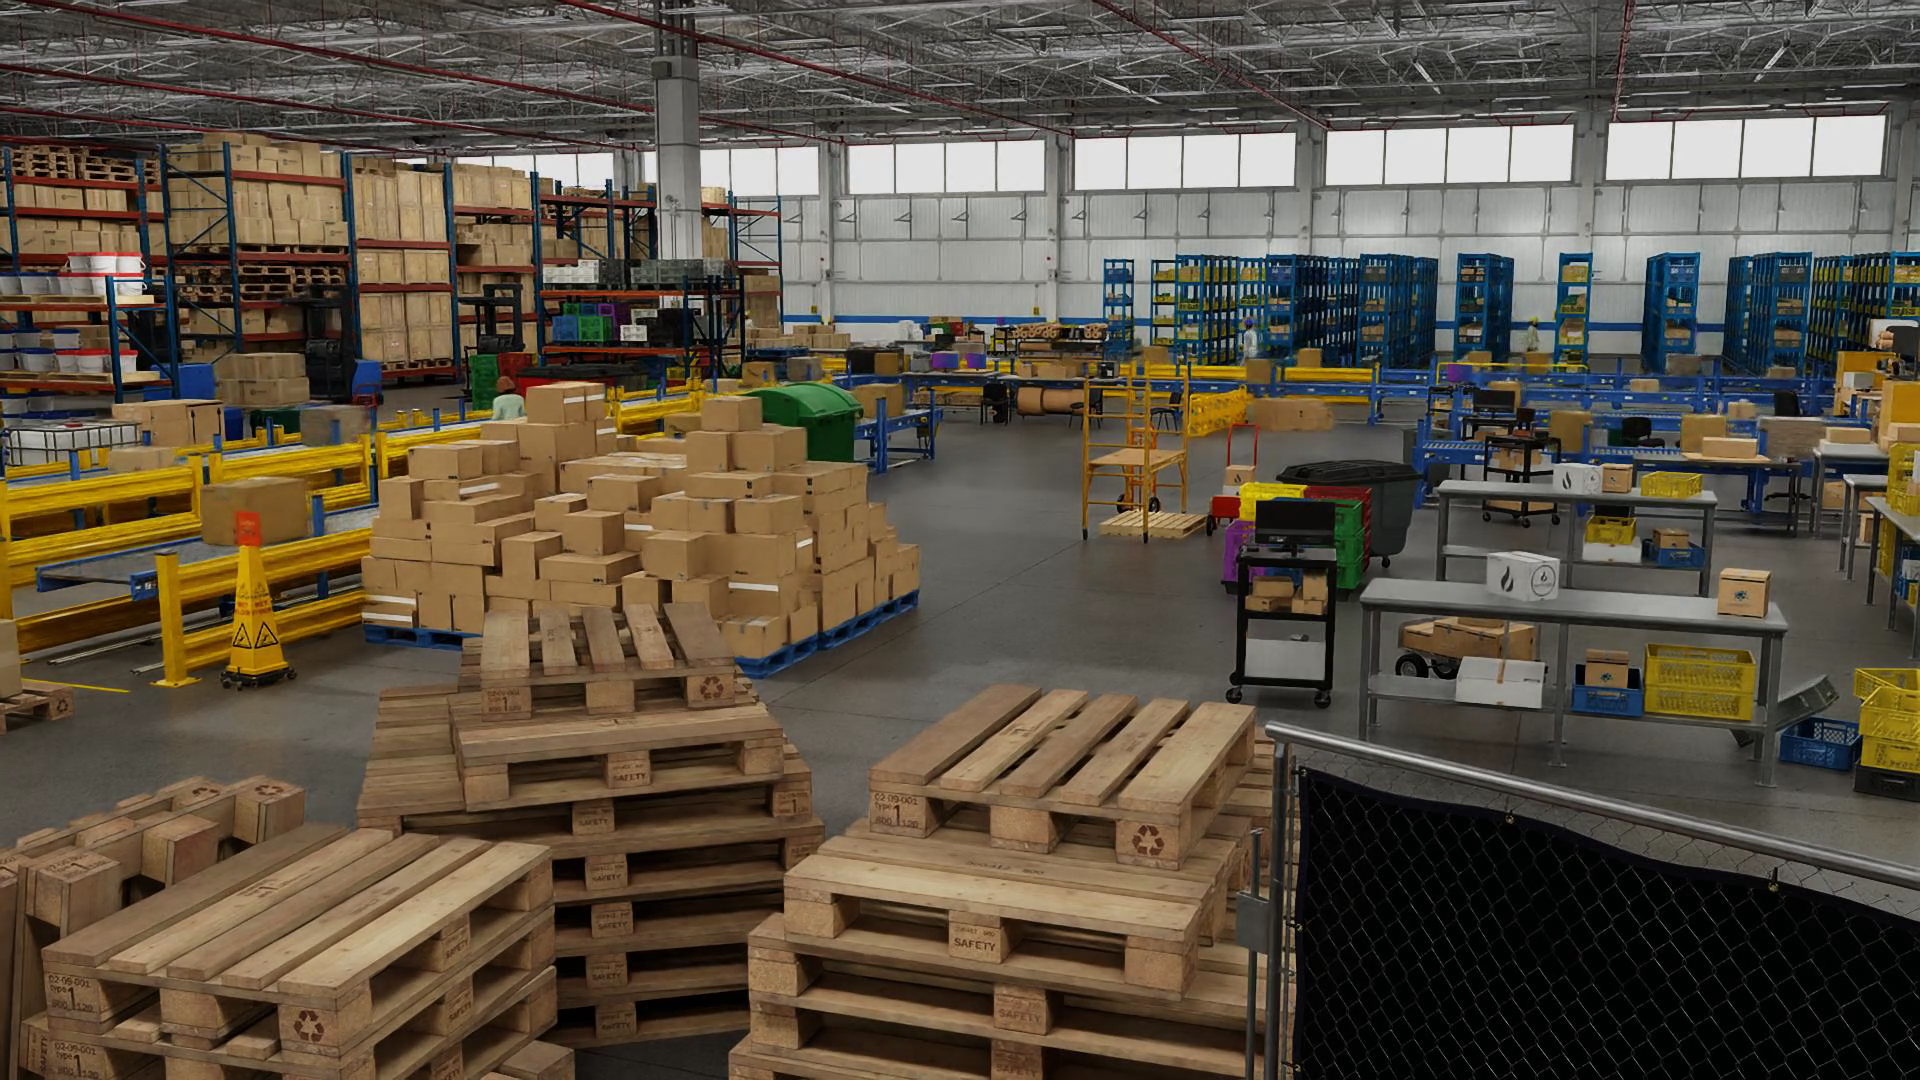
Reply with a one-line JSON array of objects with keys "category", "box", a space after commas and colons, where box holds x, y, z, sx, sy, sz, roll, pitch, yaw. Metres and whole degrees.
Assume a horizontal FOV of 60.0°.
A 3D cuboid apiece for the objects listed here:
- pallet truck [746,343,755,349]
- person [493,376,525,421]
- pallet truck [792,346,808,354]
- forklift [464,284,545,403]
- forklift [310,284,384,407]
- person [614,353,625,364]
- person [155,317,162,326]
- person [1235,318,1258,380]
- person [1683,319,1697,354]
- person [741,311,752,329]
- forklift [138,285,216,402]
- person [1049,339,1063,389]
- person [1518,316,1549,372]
[{"category": "pallet truck", "box": [-6.183, -4.618, 44.264, 1.601, 1.201, 0.680, -9, 12, -43]}, {"category": "person", "box": [-6.304, -1.486, 23.352, 0.281, 1.628, 0.576, 7, 11, 37]}, {"category": "pallet truck", "box": [-3.705, -4.298, 42.022, 0.653, 1.274, 1.630, 3, 10, 20]}, {"category": "forklift", "box": [-10.832, -4.702, 39.610, 1.129, 2.768, 1.873, 3, 10, 20]}, {"category": "forklift", "box": [-14.010, -4.334, 37.302, 1.129, 2.768, 1.873, 3, 10, 20]}, {"category": "person", "box": [-10.771, -6.173, 52.541, 0.537, 1.699, 0.321, 2, 9, 10]}, {"category": "person", "box": [-23.419, -5.601, 48.592, 0.596, 1.812, 0.434, 3, 9, 17]}, {"category": "person", "box": [7.687, -4.943, 44.226, 1.020, 1.891, 0.641, 8, 12, 40]}, {"category": "person", "box": [21.462, -5.654, 48.856, 0.508, 1.836, 0.558, 8, 12, 42]}, {"category": "person", "box": [-7.811, -7.436, 60.312, 0.553, 1.736, 0.738, 4, 10, 22]}, {"category": "forklift", "box": [-17.480, -4.200, 36.461, 1.873, 2.768, 1.129, 3, 10, 19]}, {"category": "person", "box": [2.311, -3.897, 38.083, 0.711, 1.741, 0.547, 1, 9, 8]}, {"category": "person", "box": [17.479, -5.918, 50.685, 0.923, 1.782, 0.616, 3, 9, 16]}]
